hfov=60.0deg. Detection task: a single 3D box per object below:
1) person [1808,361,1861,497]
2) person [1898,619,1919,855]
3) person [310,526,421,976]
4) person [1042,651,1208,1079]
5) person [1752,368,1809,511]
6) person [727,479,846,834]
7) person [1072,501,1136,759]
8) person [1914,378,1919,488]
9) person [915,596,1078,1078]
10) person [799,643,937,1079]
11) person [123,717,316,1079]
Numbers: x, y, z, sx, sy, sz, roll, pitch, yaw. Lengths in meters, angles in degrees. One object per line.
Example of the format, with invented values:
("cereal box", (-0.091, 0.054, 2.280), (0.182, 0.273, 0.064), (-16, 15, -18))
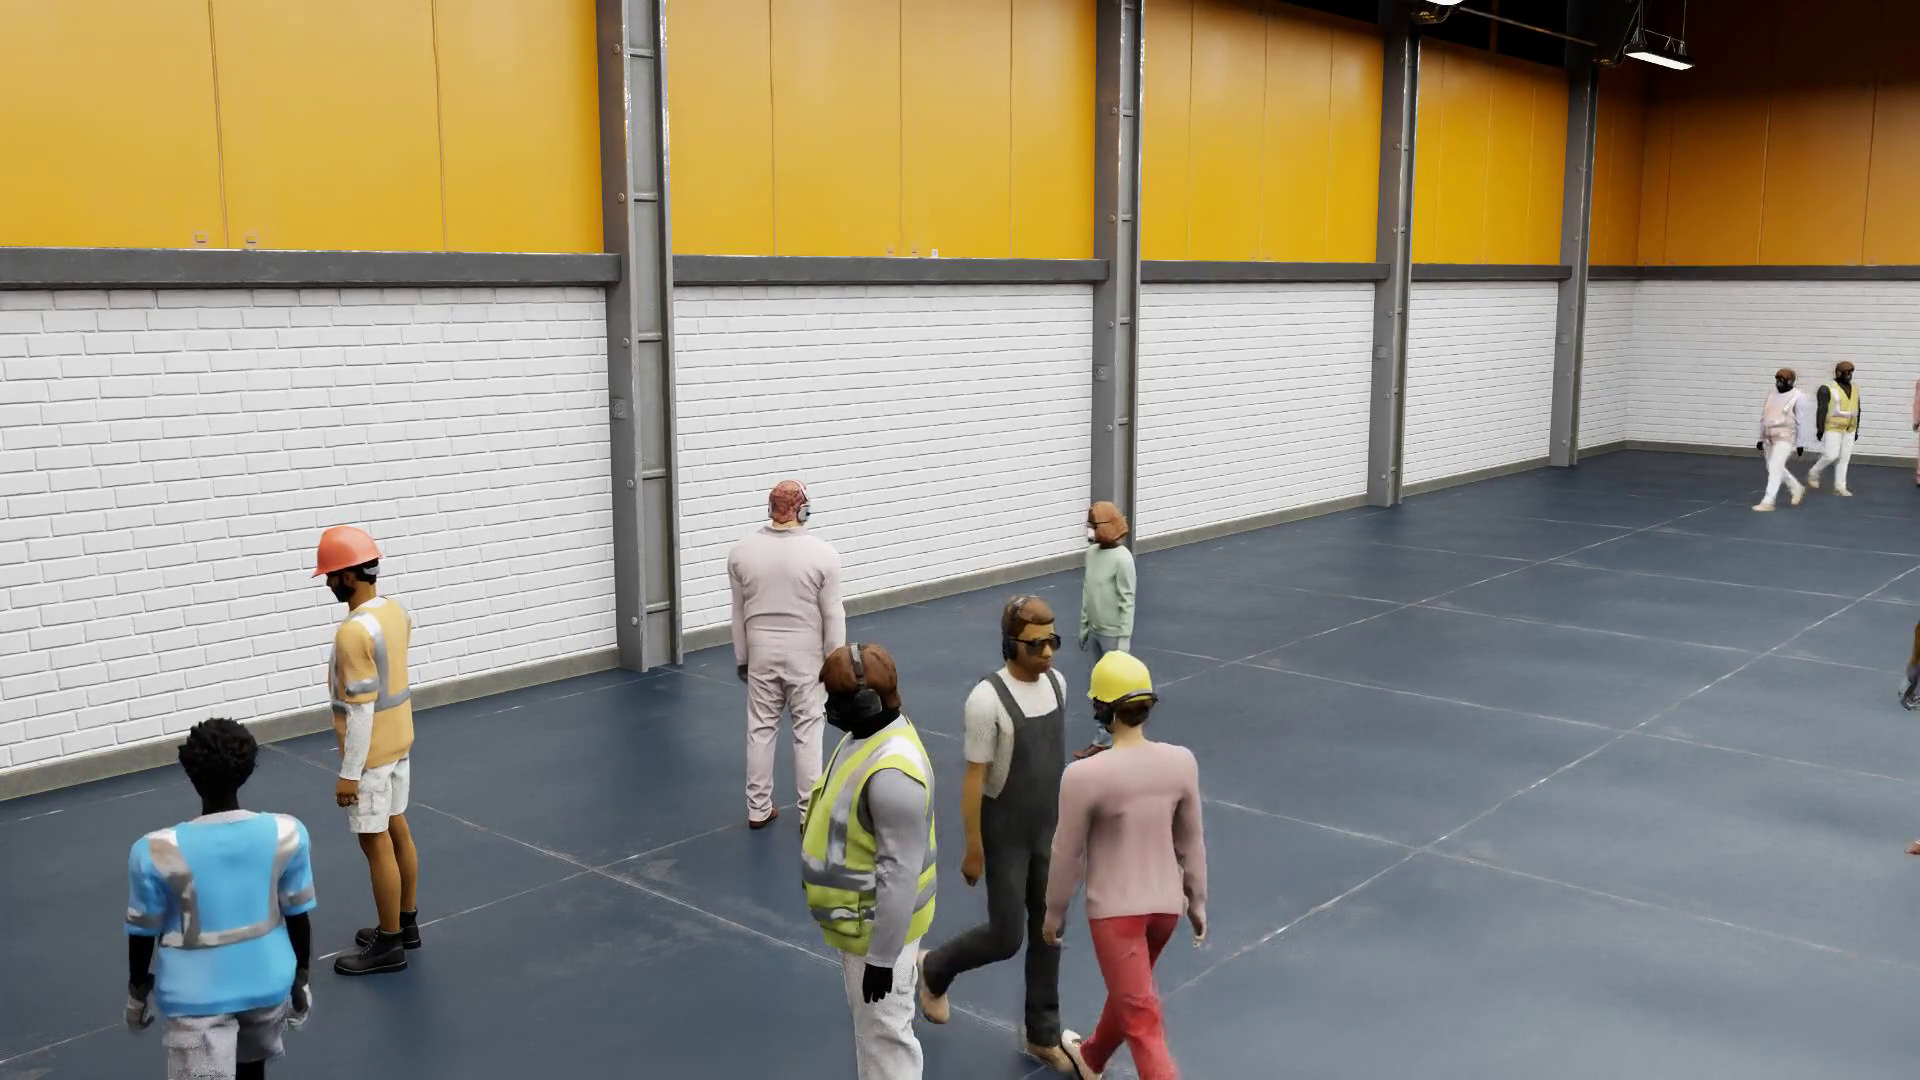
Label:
("person", (11.852, -1.508, 22.487), (0.644, 1.827, 0.578), (-2, 9, -14))
("person", (5.070, 0.718, 8.456), (0.425, 1.856, 0.524), (-4, 10, -21))
("person", (-2.538, 0.893, 7.108), (0.373, 1.928, 0.543), (0, 9, 0))
("person", (0.550, 1.228, 5.664), (0.534, 1.703, 0.964), (-5, 10, -28))
("person", (10.452, -1.277, 21.094), (0.844, 1.818, 0.629), (-3, 9, -16))
("person", (-0.909, 0.622, 8.906), (0.644, 1.900, 0.403), (2, 9, 14))
("person", (0.885, 0.573, 10.040), (0.268, 1.632, 0.507), (-4, 10, -25))
("person", (13.677, -1.648, 23.209), (0.400, 1.888, 0.661), (-9, 13, -44))
("person", (0.162, 1.083, 6.254), (0.684, 1.825, 0.513), (7, 12, 39))
("person", (-0.293, 1.225, 5.310), (0.429, 1.838, 0.621), (-2, 9, -11))
("person", (-2.196, 1.357, 5.013), (0.527, 1.662, 0.844), (-9, 13, -44))
